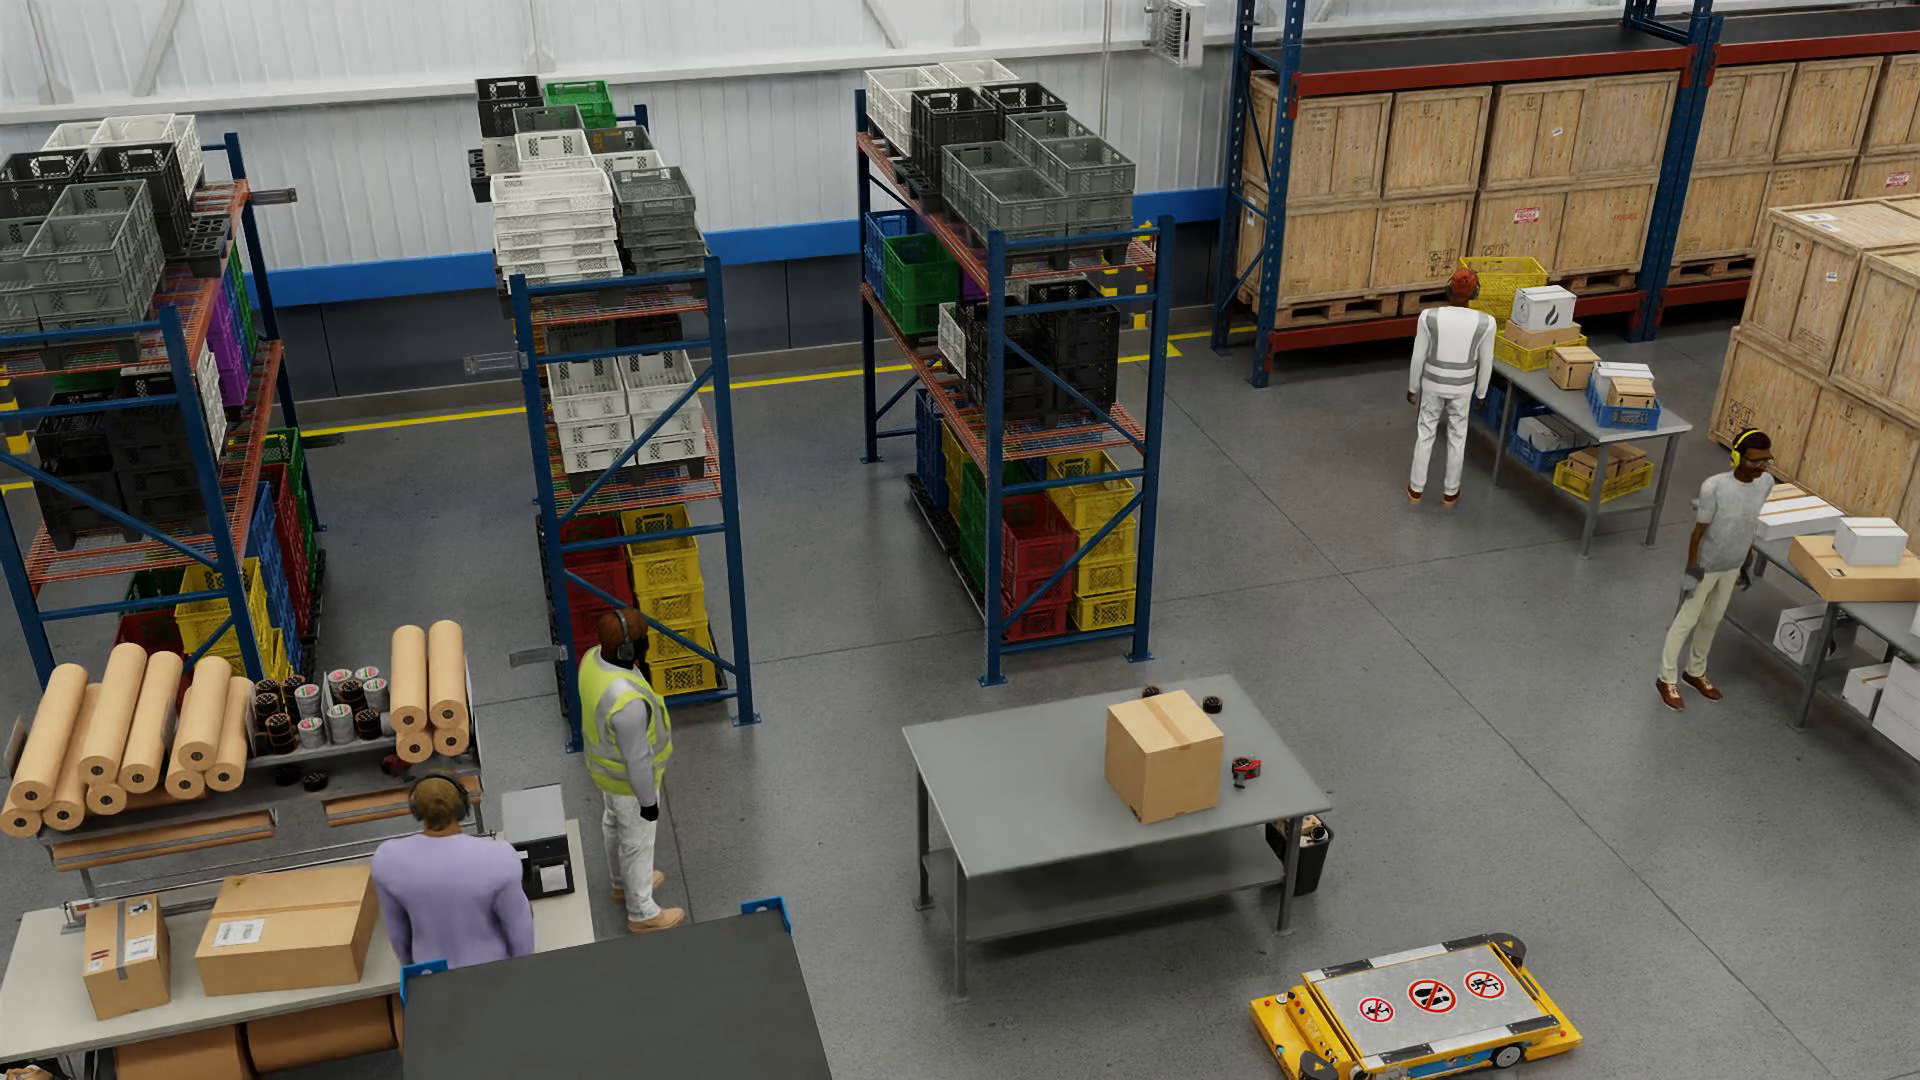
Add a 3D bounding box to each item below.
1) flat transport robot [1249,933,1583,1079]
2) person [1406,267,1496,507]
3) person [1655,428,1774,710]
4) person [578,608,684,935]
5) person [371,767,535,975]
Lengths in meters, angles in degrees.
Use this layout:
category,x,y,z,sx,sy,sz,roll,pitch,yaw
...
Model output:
category,x,y,z,sx,sy,sz,roll,pitch,yaw
flat transport robot,2.184,2.282,7.980,1.431,0.197,0.652,-8,30,-14
person,3.681,-1.145,12.553,0.587,1.882,0.342,8,30,13
person,4.660,0.169,10.177,0.521,1.873,0.335,-9,30,-15
person,-1.661,1.160,8.416,0.431,1.837,0.628,-14,32,-24
person,-2.119,1.807,7.142,0.625,1.930,0.376,1,29,1
